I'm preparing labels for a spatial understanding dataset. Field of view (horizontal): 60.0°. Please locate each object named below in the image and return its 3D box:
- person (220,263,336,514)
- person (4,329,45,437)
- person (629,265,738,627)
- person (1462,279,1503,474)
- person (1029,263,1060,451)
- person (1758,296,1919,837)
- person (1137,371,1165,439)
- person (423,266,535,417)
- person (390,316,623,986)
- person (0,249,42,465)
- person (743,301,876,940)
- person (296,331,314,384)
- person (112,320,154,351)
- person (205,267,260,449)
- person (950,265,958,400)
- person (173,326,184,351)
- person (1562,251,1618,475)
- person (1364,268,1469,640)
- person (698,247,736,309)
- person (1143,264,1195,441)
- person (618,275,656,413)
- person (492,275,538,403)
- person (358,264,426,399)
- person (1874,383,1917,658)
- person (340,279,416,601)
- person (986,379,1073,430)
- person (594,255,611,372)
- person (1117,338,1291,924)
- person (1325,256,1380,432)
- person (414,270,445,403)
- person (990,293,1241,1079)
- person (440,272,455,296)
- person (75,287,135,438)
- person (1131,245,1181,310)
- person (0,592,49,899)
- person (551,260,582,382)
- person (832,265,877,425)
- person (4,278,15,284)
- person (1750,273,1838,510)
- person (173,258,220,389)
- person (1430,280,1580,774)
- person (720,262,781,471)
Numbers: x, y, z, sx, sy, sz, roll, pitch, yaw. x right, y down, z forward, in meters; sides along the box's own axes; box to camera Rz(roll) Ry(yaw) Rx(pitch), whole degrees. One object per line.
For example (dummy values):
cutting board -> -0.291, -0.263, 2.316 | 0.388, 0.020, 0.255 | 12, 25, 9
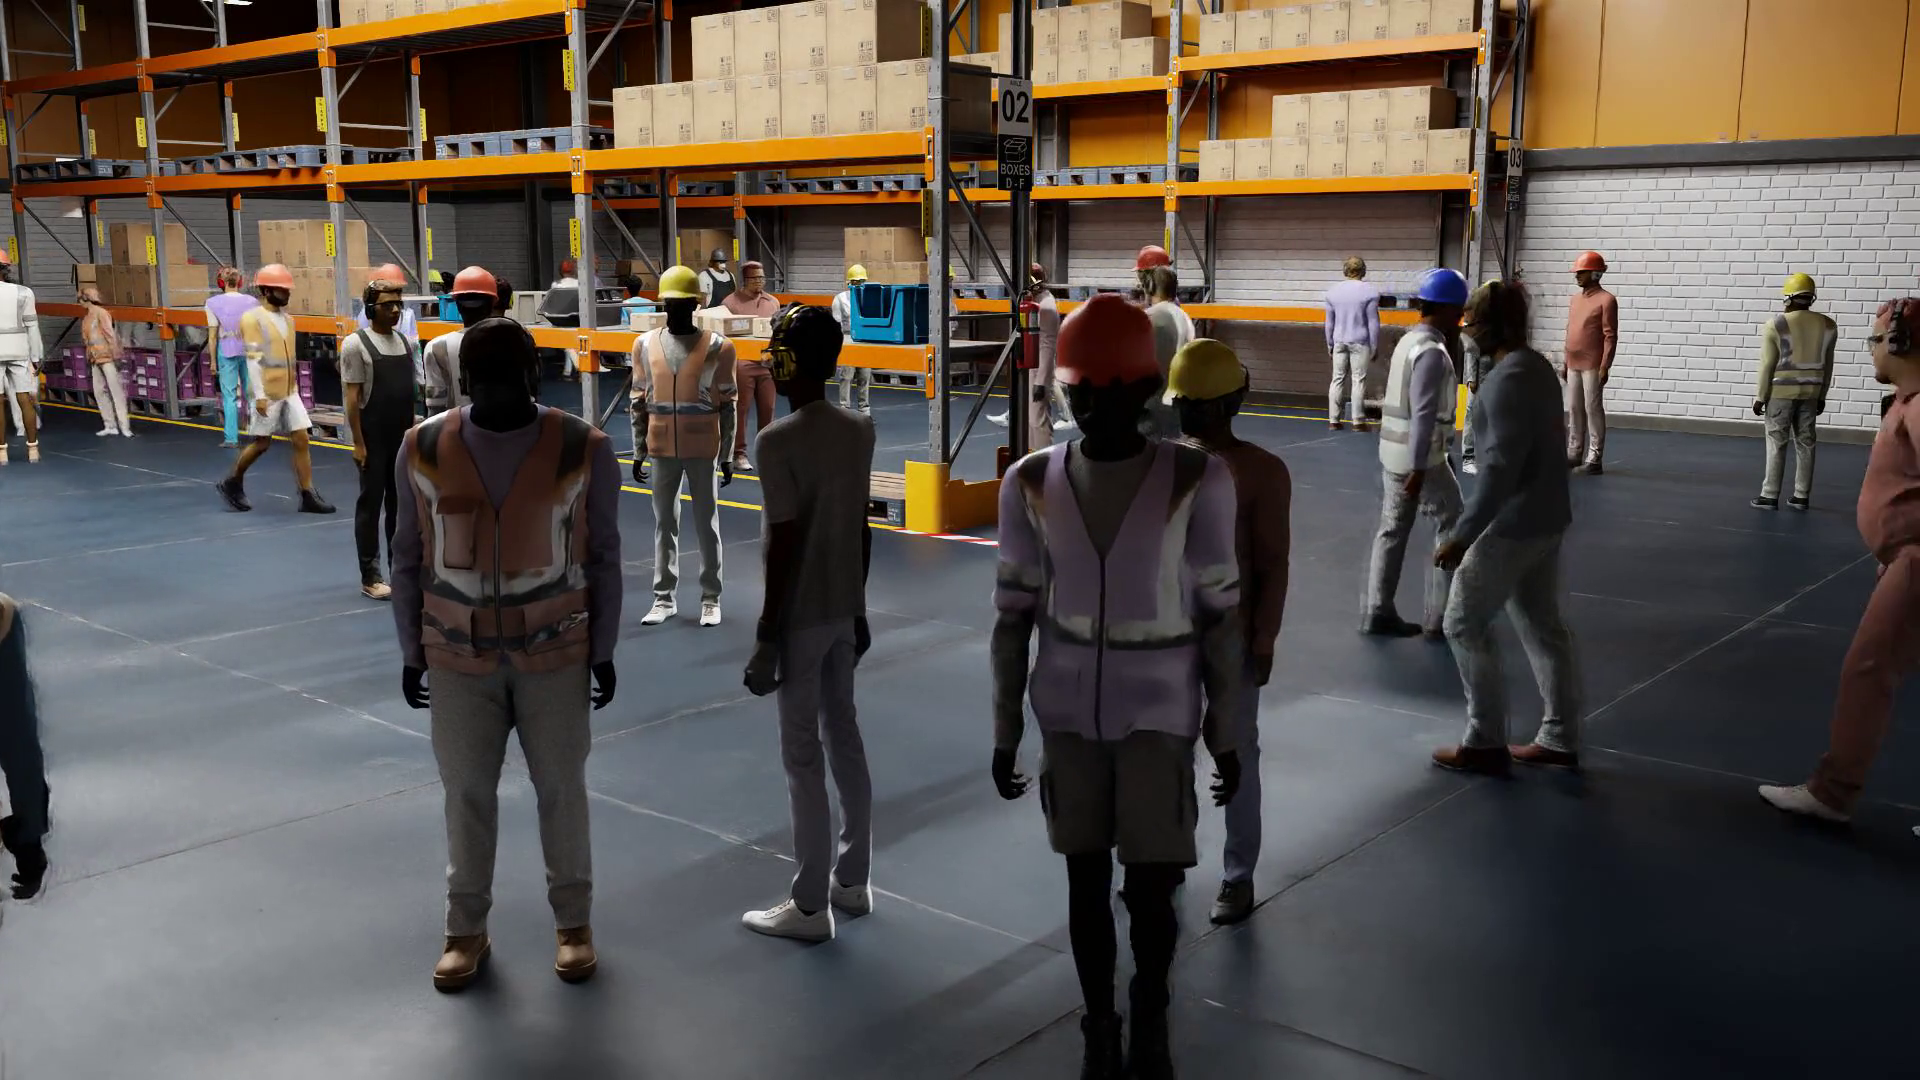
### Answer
person -> -5.241, -1.143, 12.658 | 0.851, 1.913, 0.567 | 4, 11, 22
person -> -10.182, -1.928, 17.934 | 0.544, 1.621, 0.448 | -5, 11, -27
person -> -1.481, -0.495, 8.915 | 0.587, 1.930, 0.359 | 1, 10, 7
person -> 4.758, -1.463, 14.960 | 0.487, 1.744, 0.297 | -6, 12, -31
person -> 0.593, -1.344, 13.836 | 0.405, 1.903, 0.636 | -2, 10, -11
person -> 3.226, 0.109, 5.695 | 0.882, 1.852, 0.682 | 7, 12, 35
person -> 0.685, 0.014, 6.861 | 0.279, 1.633, 0.498 | -3, 10, -17
person -> -2.468, -0.444, 8.628 | 0.542, 1.930, 0.367 | -2, 10, -10
person -> -1.240, 0.310, 4.588 | 0.627, 1.843, 0.429 | -2, 10, -8
person -> -8.965, -1.721, 15.583 | 0.611, 2.038, 0.394 | -8, 13, -38
person -> -0.447, 0.241, 4.895 | 0.321, 1.871, 0.532 | 6, 12, 31
person -> -9.098, -2.931, 22.809 | 0.385, 1.921, 0.596 | 2, 10, 11
person -> -13.167, -3.515, 26.511 | 0.712, 1.808, 0.497 | -6, 12, -31
person -> -7.317, -1.839, 16.846 | 0.386, 1.837, 0.560 | 8, 13, 38
person -> -0.225, -2.781, 22.209 | 0.403, 1.830, 0.600 | -3, 11, -19
person -> -12.472, -3.481, 26.759 | 0.499, 1.634, 0.285 | -3, 10, -14
person -> 5.604, -1.580, 14.905 | 0.388, 1.992, 0.625 | -3, 10, -15
person -> 2.464, -0.428, 8.584 | 0.744, 1.915, 0.605 | 0, 10, -2
person -> -3.629, -3.417, 25.236 | 0.536, 2.000, 0.688 | 10, 14, 44
person -> 1.304, -0.827, 10.884 | 0.365, 1.909, 0.684 | 7, 12, 34
person -> -3.960, -2.400, 20.419 | 0.534, 1.698, 0.322 | -9, 14, -43
person -> -2.940, -0.776, 10.752 | 0.370, 1.856, 0.529 | 8, 12, 37
person -> -4.798, -1.395, 14.160 | 1.017, 1.883, 0.563 | 5, 11, 27
person -> 4.914, -0.382, 8.219 | 0.694, 1.949, 0.651 | 1, 10, 7
person -> -3.329, -0.584, 9.663 | 0.344, 1.847, 0.507 | 5, 11, 27
person -> 0.810, -2.117, 18.471 | 0.983, 1.821, 0.504 | -1, 10, -7
person -> -5.987, -3.709, 27.284 | 0.410, 1.909, 0.643 | -5, 11, -27
person -> 0.733, 0.274, 5.032 | 0.524, 1.759, 0.328 | 8, 13, 40
person -> 4.329, -2.155, 18.366 | 0.631, 1.931, 0.360 | 8, 12, 37
person -> -6.775, -2.643, 21.688 | 0.885, 1.722, 0.550 | 0, 10, 0
person -> 0.339, 0.410, 3.775 | 0.579, 1.921, 0.404 | 4, 11, 19
person -> -6.972, -2.806, 22.726 | 0.318, 1.700, 0.537 | -2, 10, -12
person -> -9.131, -1.891, 17.770 | 0.661, 1.610, 0.327 | 8, 13, 38
person -> 1.559, -1.324, 13.320 | 0.394, 2.040, 0.610 | -2, 10, -11
person -> -2.227, 0.628, 3.475 | 0.890, 1.589, 0.522 | 10, 14, 44
person -> -5.897, -3.311, 25.178 | 0.584, 1.858, 0.860 | -10, 14, -43
person -> -1.170, -2.212, 18.967 | 0.586, 1.833, 0.403 | -7, 12, -35
person -> -13.559, -3.036, 23.330 | 0.651, 1.938, 1.038 | 2, 10, 12
person -> 6.431, -1.141, 12.872 | 0.590, 1.833, 0.403 | -1, 10, -5
person -> -11.113, -3.123, 24.035 | 1.008, 1.889, 0.564 | 4, 11, 21
person -> 2.090, -0.013, 6.307 | 0.688, 1.889, 0.644 | 6, 11, 29
person -> -1.877, -1.588, 15.236 | 0.648, 1.901, 0.403 | -8, 13, -37
